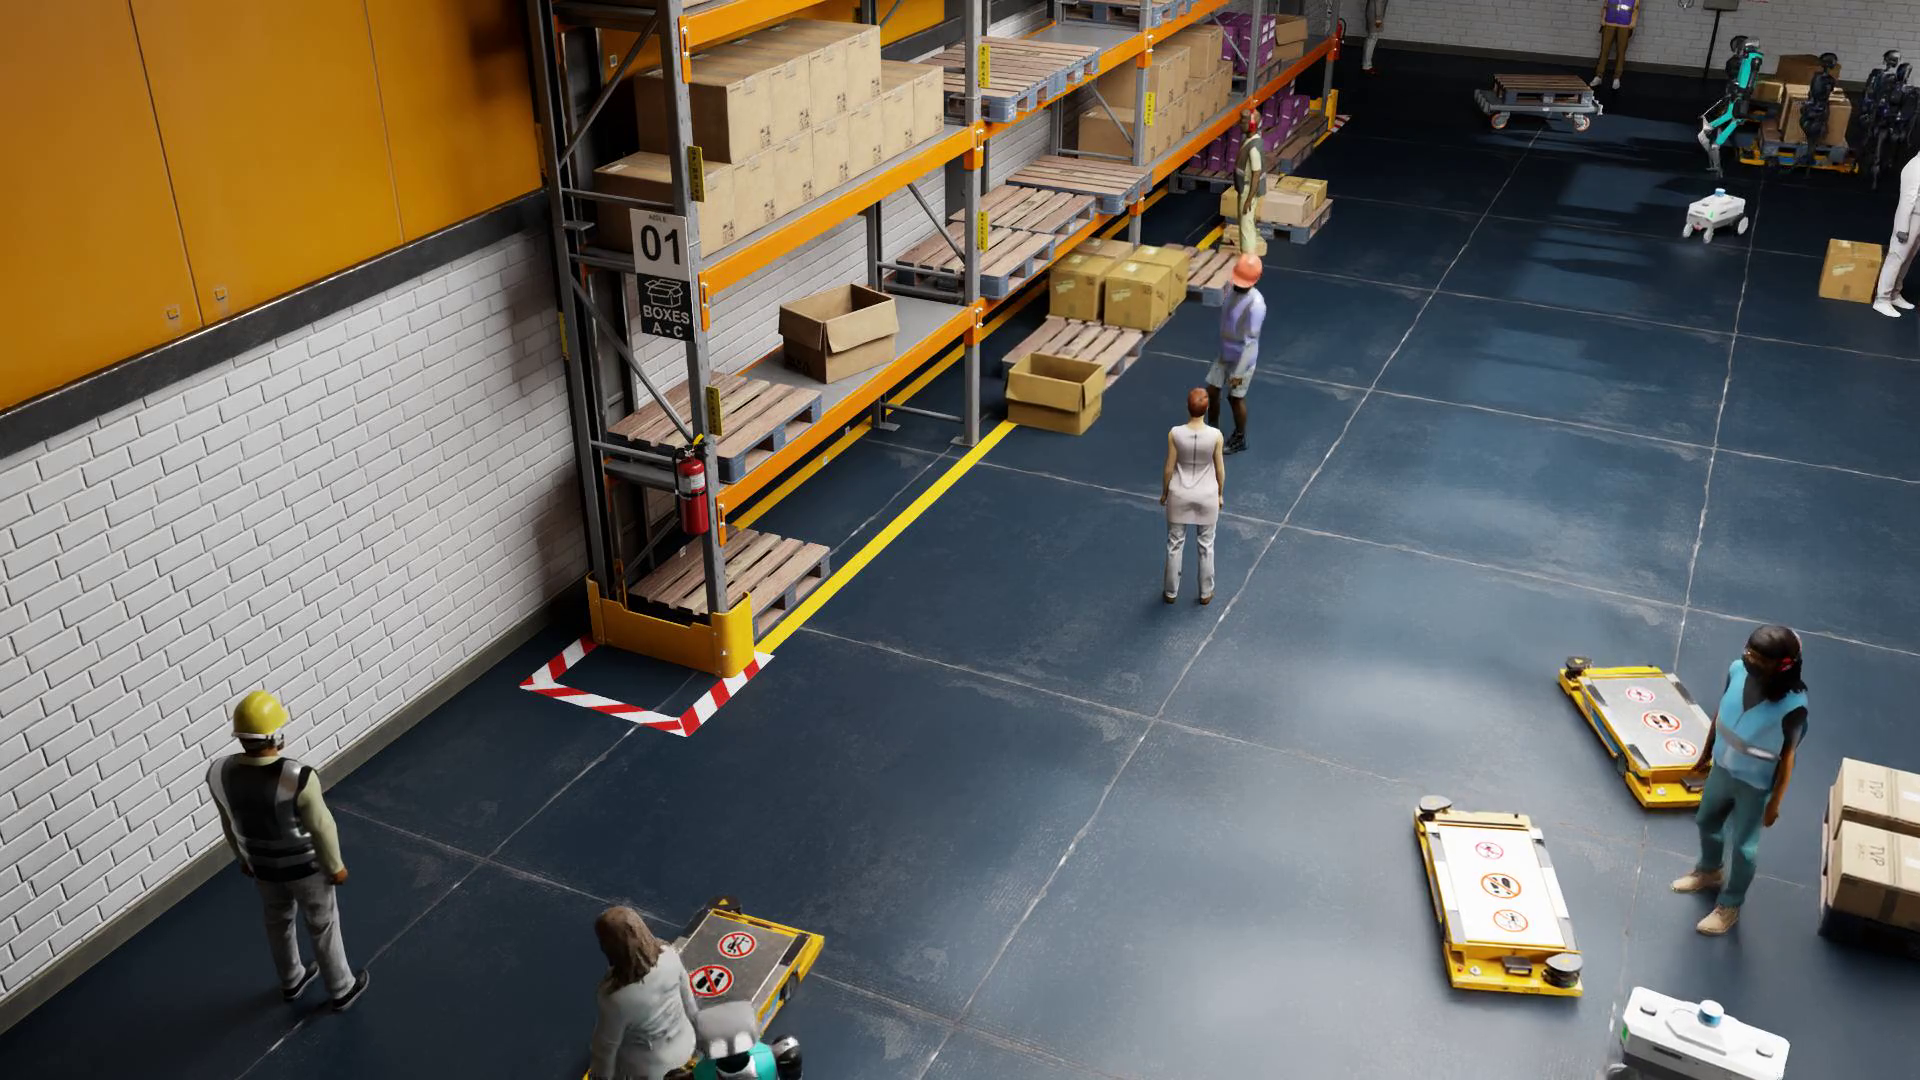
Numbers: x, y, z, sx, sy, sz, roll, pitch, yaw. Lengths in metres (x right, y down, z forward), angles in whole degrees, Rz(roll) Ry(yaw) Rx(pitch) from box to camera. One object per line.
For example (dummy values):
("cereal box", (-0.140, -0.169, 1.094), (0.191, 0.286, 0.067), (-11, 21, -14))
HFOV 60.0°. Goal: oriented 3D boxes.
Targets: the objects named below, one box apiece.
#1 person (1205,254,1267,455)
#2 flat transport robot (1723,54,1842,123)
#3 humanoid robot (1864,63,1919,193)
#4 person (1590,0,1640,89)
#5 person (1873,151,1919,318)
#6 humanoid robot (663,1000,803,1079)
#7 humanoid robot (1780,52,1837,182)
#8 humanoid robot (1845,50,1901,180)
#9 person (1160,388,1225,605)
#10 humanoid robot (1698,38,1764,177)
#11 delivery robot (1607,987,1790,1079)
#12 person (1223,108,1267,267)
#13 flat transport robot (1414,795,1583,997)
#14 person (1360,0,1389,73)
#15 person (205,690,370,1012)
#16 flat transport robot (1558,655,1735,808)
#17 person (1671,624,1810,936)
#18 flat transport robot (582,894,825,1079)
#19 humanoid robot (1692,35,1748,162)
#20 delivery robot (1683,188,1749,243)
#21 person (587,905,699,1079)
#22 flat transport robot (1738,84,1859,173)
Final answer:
("person", (2.274, -1.528, 13.864), (0.574, 1.874, 0.632), (-14, 31, -24))
("flat transport robot", (11.889, -6.146, 24.124), (1.431, 0.231, 0.659), (22, 35, 35))
("humanoid robot", (11.729, -5.182, 20.913), (0.589, 1.623, 0.726), (25, 37, 38))
("person", (10.246, -8.041, 25.886), (0.533, 1.933, 0.409), (16, 32, 28))
("person", (9.790, -3.257, 17.040), (0.641, 1.912, 0.414), (-24, 36, -36))
("humanoid robot", (-0.956, 2.404, 6.772), (0.553, 1.813, 0.901), (-11, 30, -20))
("humanoid robot", (10.939, -5.414, 21.303), (0.522, 1.640, 0.598), (1, 28, 3))
("humanoid robot", (11.759, -5.451, 21.342), (0.327, 1.648, 0.612), (-9, 30, -16))
("person", (1.653, -0.303, 11.821), (0.449, 1.661, 0.284), (4, 29, 7))
("humanoid robot", (9.907, -5.548, 21.570), (0.686, 1.890, 0.550), (5, 29, 9))
("delivery robot", (3.523, 2.456, 7.890), (0.815, 0.611, 0.499), (16, 32, 27))
("person", (3.126, -3.754, 18.030), (0.375, 1.841, 0.571), (1, 28, 3))
("flat transport robot", (2.935, 1.932, 9.147), (0.659, 0.231, 1.431), (3, 28, 5))
("person", (6.710, -8.455, 26.777), (0.368, 1.824, 0.512), (2, 28, 4))
("person", (-3.319, 1.550, 8.222), (0.594, 1.824, 0.403), (6, 29, 11))
("flat transport robot", (4.373, 1.192, 10.518), (0.659, 0.231, 1.431), (-1, 28, -3))
("person", (4.134, 1.240, 8.771), (0.412, 1.862, 0.541), (-13, 31, -22))
("flat transport robot", (-1.281, 2.355, 8.362), (0.659, 0.231, 1.431), (10, 30, 19))
("humanoid robot", (10.270, -5.876, 22.179), (0.653, 1.637, 0.611), (6, 29, 10))
("delivery robot", (8.852, -3.820, 19.502), (0.762, 0.587, 0.499), (-19, 34, -31))
("person", (-1.382, 2.224, 7.140), (0.505, 1.642, 0.508), (14, 31, 24))
("flat transport robot", (11.214, -5.142, 22.263), (1.431, 0.231, 0.659), (10, 30, 18))
